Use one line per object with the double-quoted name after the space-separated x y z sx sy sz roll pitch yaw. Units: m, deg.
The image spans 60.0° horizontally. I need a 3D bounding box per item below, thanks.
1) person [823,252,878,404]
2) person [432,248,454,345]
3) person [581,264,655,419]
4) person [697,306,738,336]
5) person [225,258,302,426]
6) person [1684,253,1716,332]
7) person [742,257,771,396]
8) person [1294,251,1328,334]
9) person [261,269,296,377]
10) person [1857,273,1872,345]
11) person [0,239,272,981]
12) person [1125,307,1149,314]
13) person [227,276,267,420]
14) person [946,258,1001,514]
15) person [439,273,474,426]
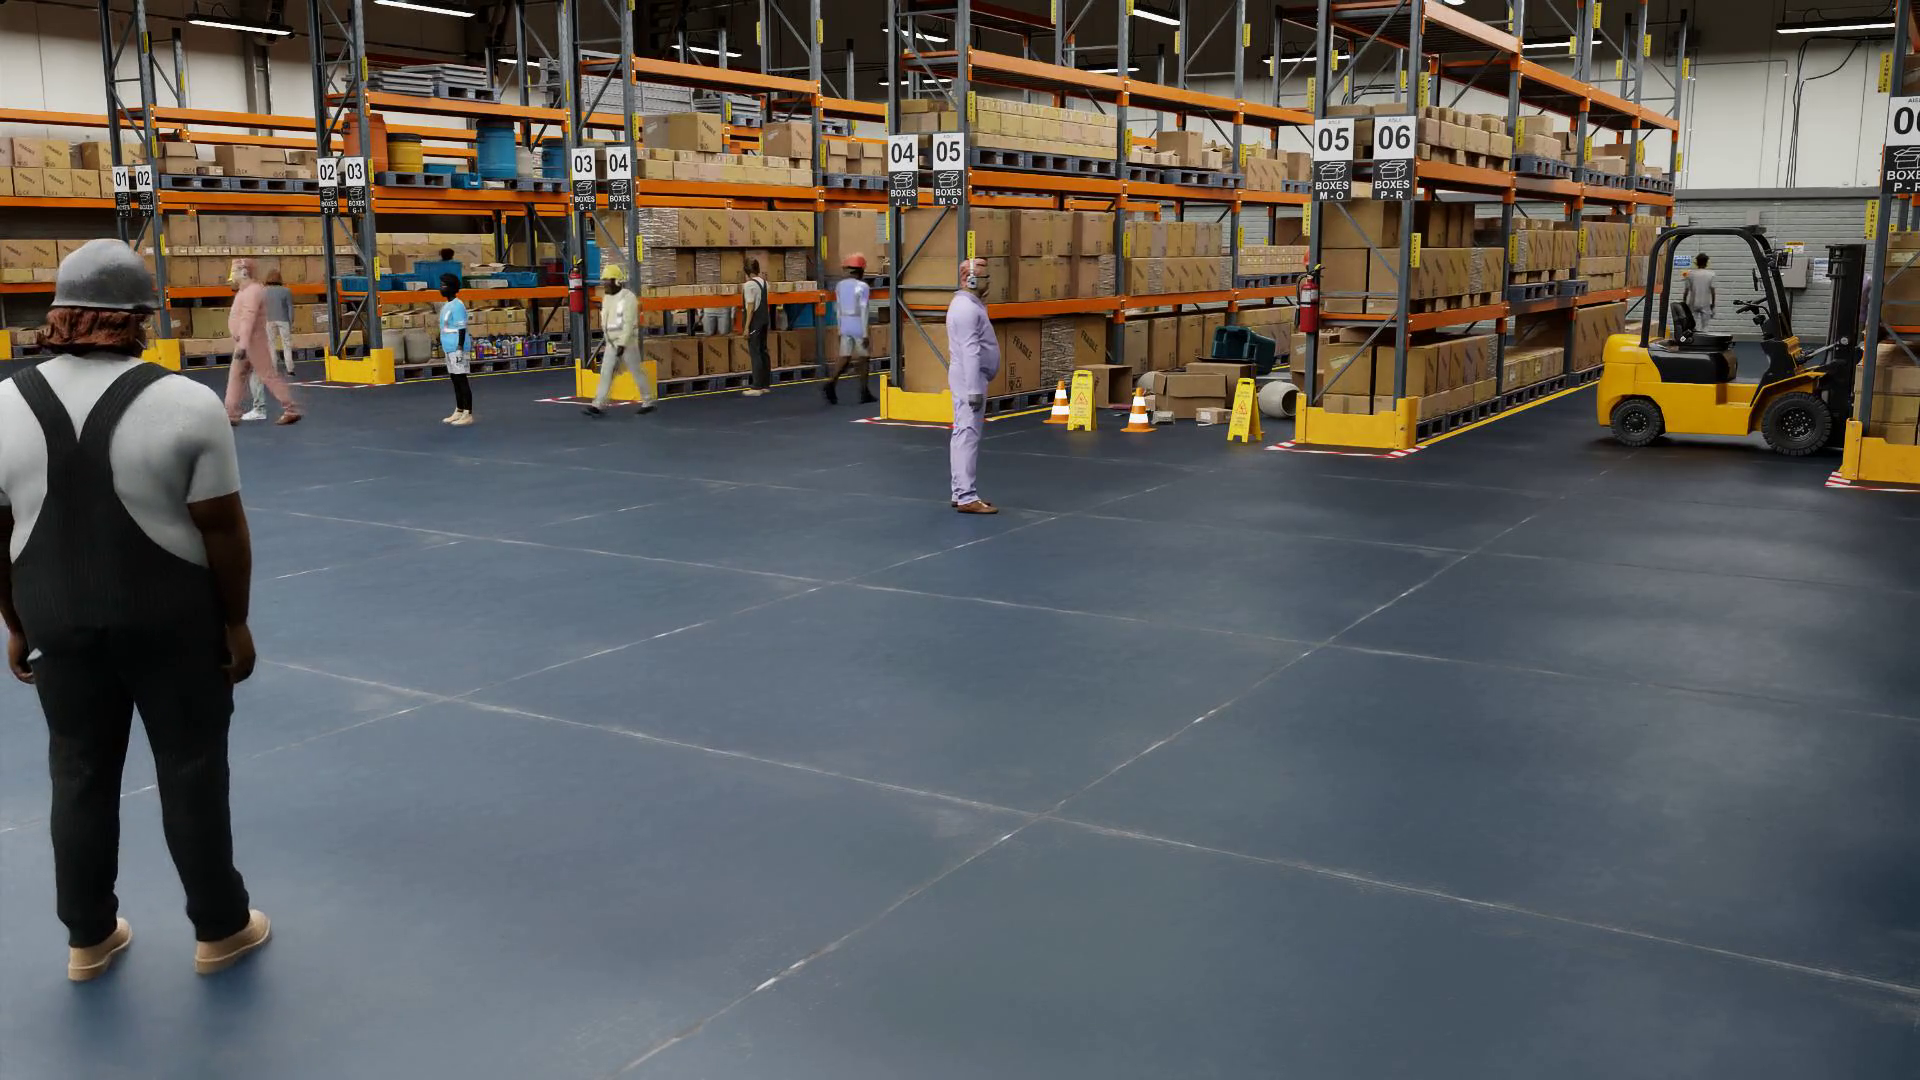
-1.367 -2.644 20.872 0.551 1.912 0.823 8 13 36 "person"
-9.354 -4.314 30.108 0.616 1.946 0.626 6 12 29 "person"
-3.950 -2.288 19.262 0.588 1.781 0.966 8 13 38 "person"
-3.682 -3.438 25.272 0.635 1.933 0.366 1 10 3 "person"
-7.832 -2.171 18.384 0.993 1.862 0.652 -6 12 -32 "person"
12.944 -4.076 29.092 0.543 1.835 0.878 5 11 28 "person"
-2.718 -2.830 22.106 0.346 1.841 0.506 5 11 24 "person"
4.974 -3.129 23.539 0.543 1.927 0.384 9 13 40 "person"
-10.369 -3.289 25.251 0.501 1.633 0.283 -3 11 -16 "person"
12.781 -3.180 23.853 0.580 1.918 0.401 5 11 28 "person"
-2.288 0.193 4.609 0.688 2.000 0.536 -1 10 -5 "person"
2.974 -3.831 28.304 0.537 1.621 0.363 7 12 34 "person"
-8.219 -2.257 19.166 0.324 1.743 0.491 -4 11 -20 "person"
0.104 -1.157 12.544 0.406 1.911 0.638 -1 10 -5 "person"
-5.620 -2.115 18.501 0.318 1.695 0.540 -6 12 -31 "person"
